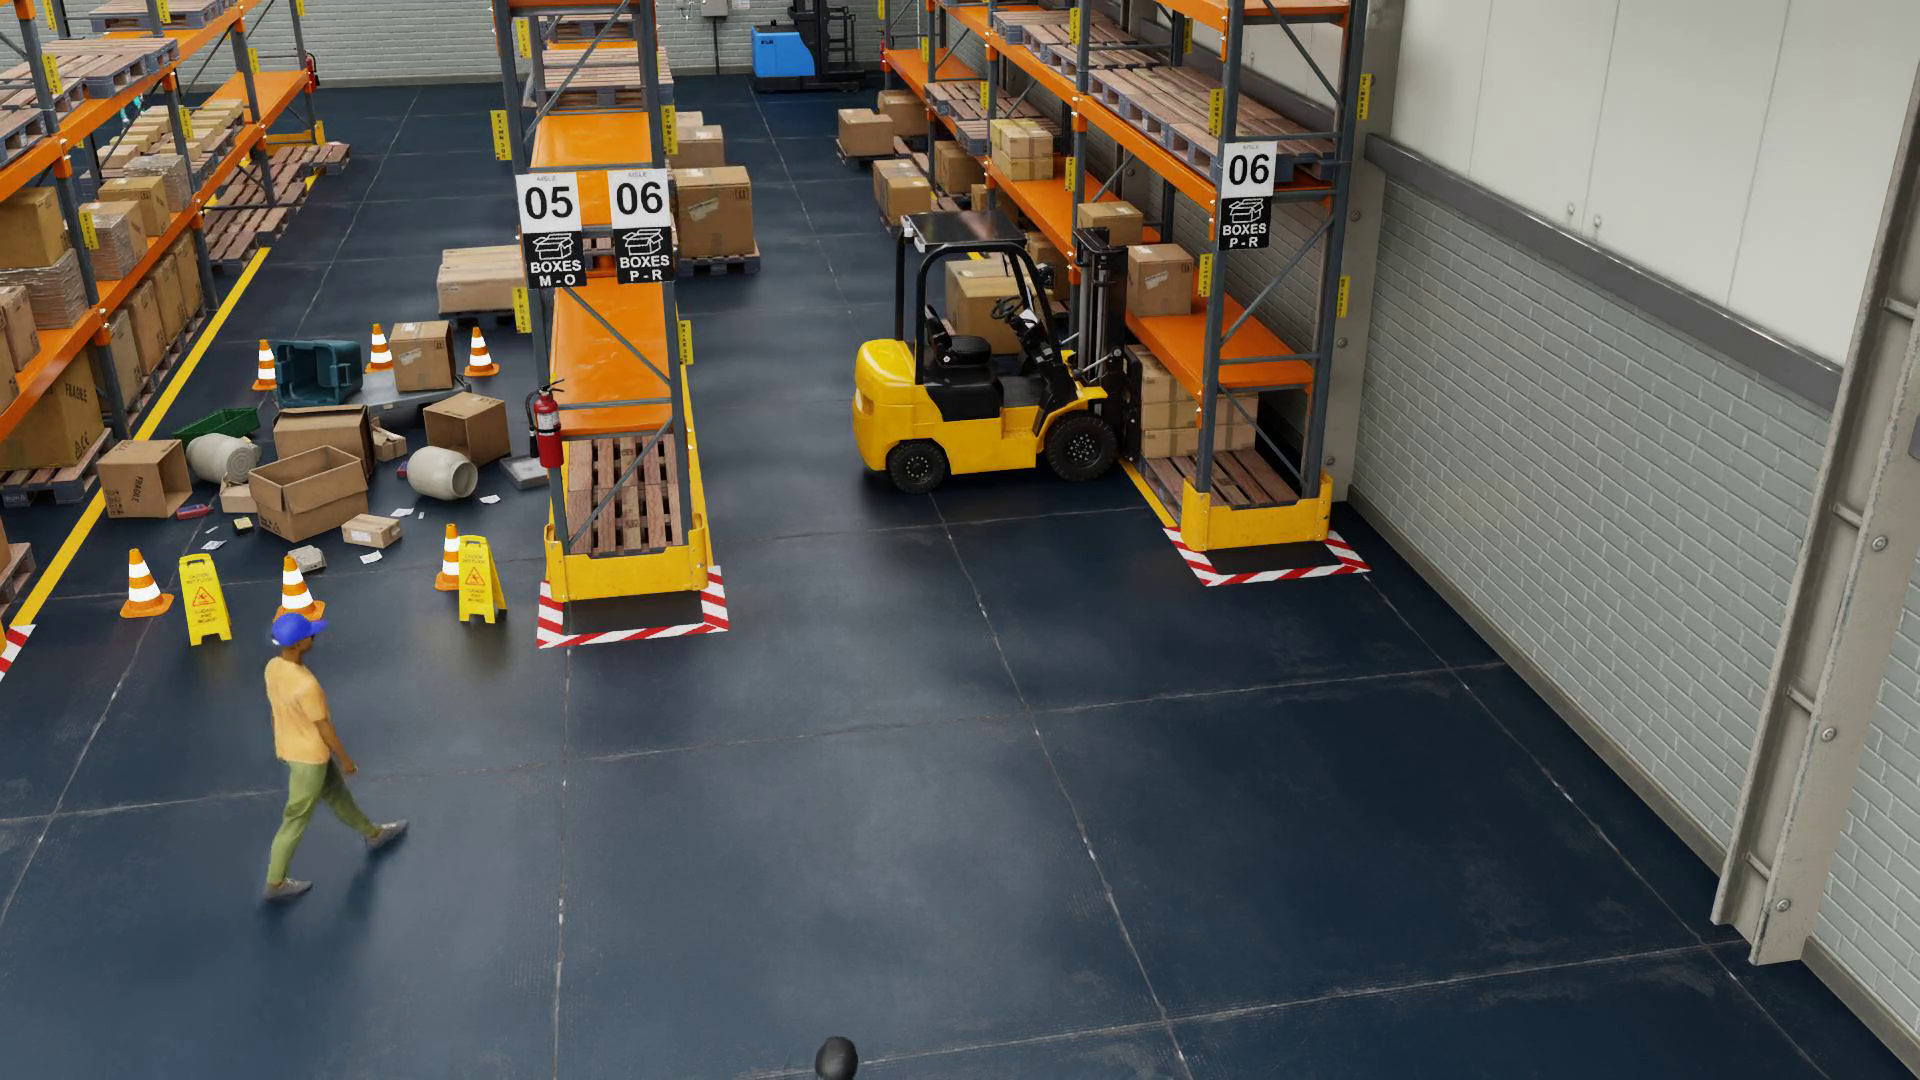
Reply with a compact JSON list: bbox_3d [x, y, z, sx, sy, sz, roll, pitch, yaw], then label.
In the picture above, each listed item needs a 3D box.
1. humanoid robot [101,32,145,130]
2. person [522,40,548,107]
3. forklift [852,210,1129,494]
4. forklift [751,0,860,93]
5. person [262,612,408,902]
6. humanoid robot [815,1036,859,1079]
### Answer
[{"bbox_3d":[-13.133,-7.046,26.218,0.541,1.892,0.743,-20,32,-36],"label":"humanoid robot"},{"bbox_3d":[-7.265,-8.418,28.950,0.953,1.753,0.604,-7,26,-13],"label":"person"},{"bbox_3d":[0.216,-1.659,14.366,2.313,2.155,1.214,-5,26,-10],"label":"forklift"},{"bbox_3d":[-2.872,-9.679,30.288,1.873,2.768,1.129,-5,26,-10],"label":"forklift"},{"bbox_3d":[-3.551,1.152,9.112,0.456,1.663,0.921,23,34,39],"label":"person"},{"bbox_3d":[-0.541,2.582,6.177,0.635,1.641,0.629,-3,26,-6],"label":"humanoid robot"}]
